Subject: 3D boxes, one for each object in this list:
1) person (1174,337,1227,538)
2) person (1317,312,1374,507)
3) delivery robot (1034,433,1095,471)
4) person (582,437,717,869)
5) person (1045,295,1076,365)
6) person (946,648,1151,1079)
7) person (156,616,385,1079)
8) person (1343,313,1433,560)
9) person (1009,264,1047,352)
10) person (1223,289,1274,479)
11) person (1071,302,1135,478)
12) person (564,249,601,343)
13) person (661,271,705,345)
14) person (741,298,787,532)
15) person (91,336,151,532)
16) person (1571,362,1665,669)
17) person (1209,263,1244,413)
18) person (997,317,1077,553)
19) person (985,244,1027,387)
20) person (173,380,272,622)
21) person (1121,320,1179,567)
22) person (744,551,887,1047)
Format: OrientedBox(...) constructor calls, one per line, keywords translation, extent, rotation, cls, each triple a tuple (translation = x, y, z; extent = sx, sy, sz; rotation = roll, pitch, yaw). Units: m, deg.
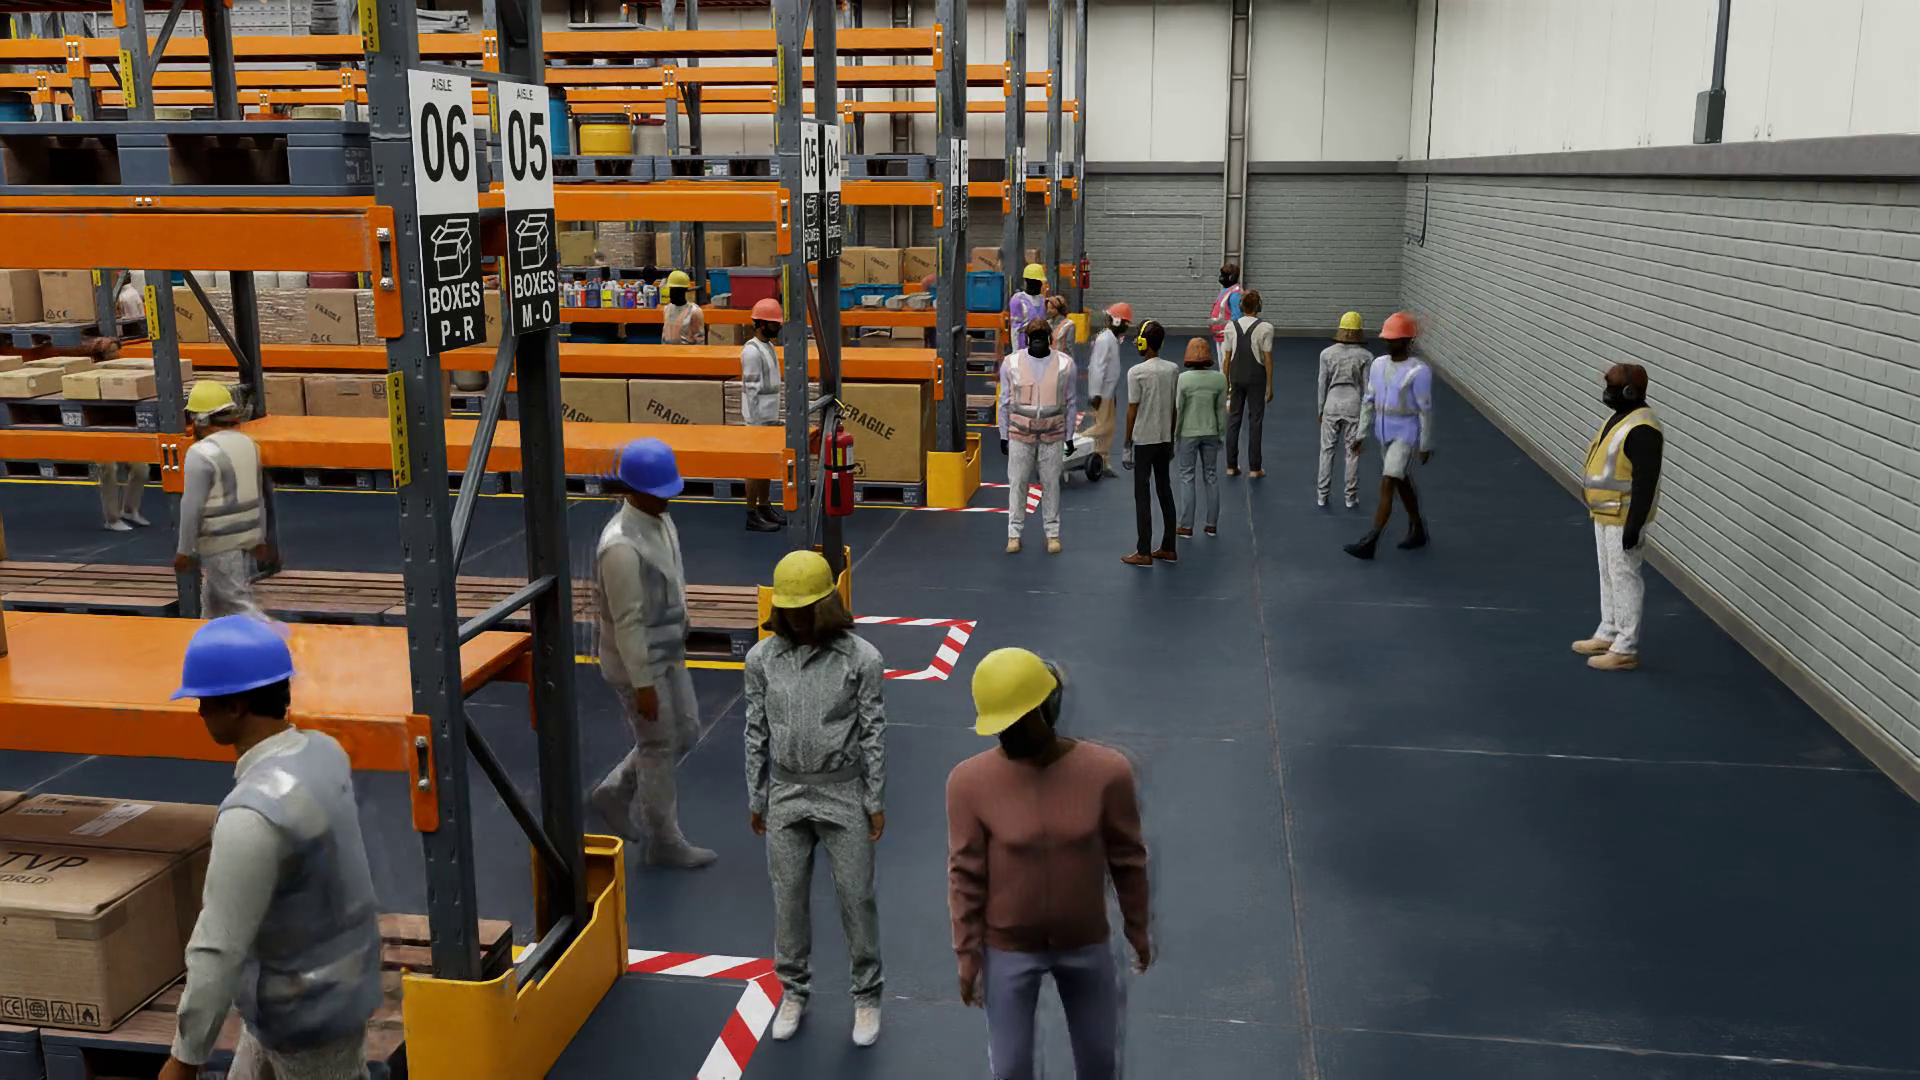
OrientedBox(translation=(1.929, -0.833, 13.560), extent=(0.507, 1.631, 0.278), rotation=(-4, 13, -18), cls="person")
OrientedBox(translation=(3.428, -1.161, 14.815), extent=(0.485, 1.736, 0.320), rotation=(5, 13, 20), cls="person")
OrientedBox(translation=(0.994, -0.862, 15.930), extent=(0.477, 0.478, 0.707), rotation=(8, 15, 33), cls="delivery robot")
OrientedBox(translation=(-1.339, 0.493, 6.950), extent=(0.514, 1.909, 0.636), rotation=(2, 13, 8), cls="person")
OrientedBox(translation=(1.076, -1.853, 18.174), extent=(0.312, 1.632, 0.526), rotation=(-10, 16, -38), cls="person")
OrientedBox(translation=(0.319, 1.114, 4.577), extent=(0.710, 1.723, 0.322), rotation=(-2, 13, -7), cls="person")
OrientedBox(translation=(-1.730, 1.134, 4.062), extent=(0.861, 1.906, 0.624), rotation=(-3, 13, -13), cls="person")
OrientedBox(translation=(3.360, -0.805, 12.861), extent=(1.001, 1.889, 0.547), rotation=(-7, 14, -30), cls="person")
OrientedBox(translation=(0.813, -2.218, 19.173), extent=(0.395, 1.918, 0.591), rotation=(12, 17, 42), cls="person")
OrientedBox(translation=(2.799, -1.512, 16.167), extent=(0.503, 1.839, 0.348), rotation=(7, 14, 30), cls="person")
OrientedBox(translation=(1.355, -1.449, 16.164), extent=(0.643, 1.707, 0.598), rotation=(3, 13, 15), cls="person")
OrientedBox(translation=(-6.228, -4.031, 27.619), extent=(0.872, 1.793, 0.621), rotation=(0, 12, 1), cls="person")
OrientedBox(translation=(-2.945, -1.876, 17.593), extent=(0.588, 1.930, 0.364), rotation=(9, 16, 36), cls="person")
OrientedBox(translation=(-1.606, -1.033, 13.802), extent=(0.386, 1.929, 0.547), rotation=(3, 13, 12), cls="person")
OrientedBox(translation=(-6.947, -0.864, 13.716), extent=(0.423, 1.628, 0.532), rotation=(3, 13, 11), cls="person")
OrientedBox(translation=(3.952, -0.146, 9.988), extent=(0.429, 1.841, 0.633), rotation=(1, 13, 6), cls="person")
OrientedBox(translation=(3.299, -2.490, 20.563), extent=(0.429, 1.846, 0.627), rotation=(-1, 13, -5), cls="person")
OrientedBox(translation=(0.604, -0.812, 12.995), extent=(0.624, 1.843, 0.429), rotation=(0, 12, 0), cls="person")
OrientedBox(translation=(0.769, -3.069, 22.728), extent=(0.867, 2.000, 0.683), rotation=(4, 13, 19), cls="person")
OrientedBox(translation=(-4.173, -0.021, 9.531), extent=(0.860, 1.799, 0.591), rotation=(1, 13, 3), cls="person")
OrientedBox(translation=(1.440, -0.728, 12.581), extent=(0.508, 1.862, 0.324), rotation=(-9, 16, -36), cls="person")
OrientedBox(translation=(-0.495, 0.875, 5.633), extent=(0.490, 1.730, 0.324), rotation=(2, 13, 9), cls="person")
